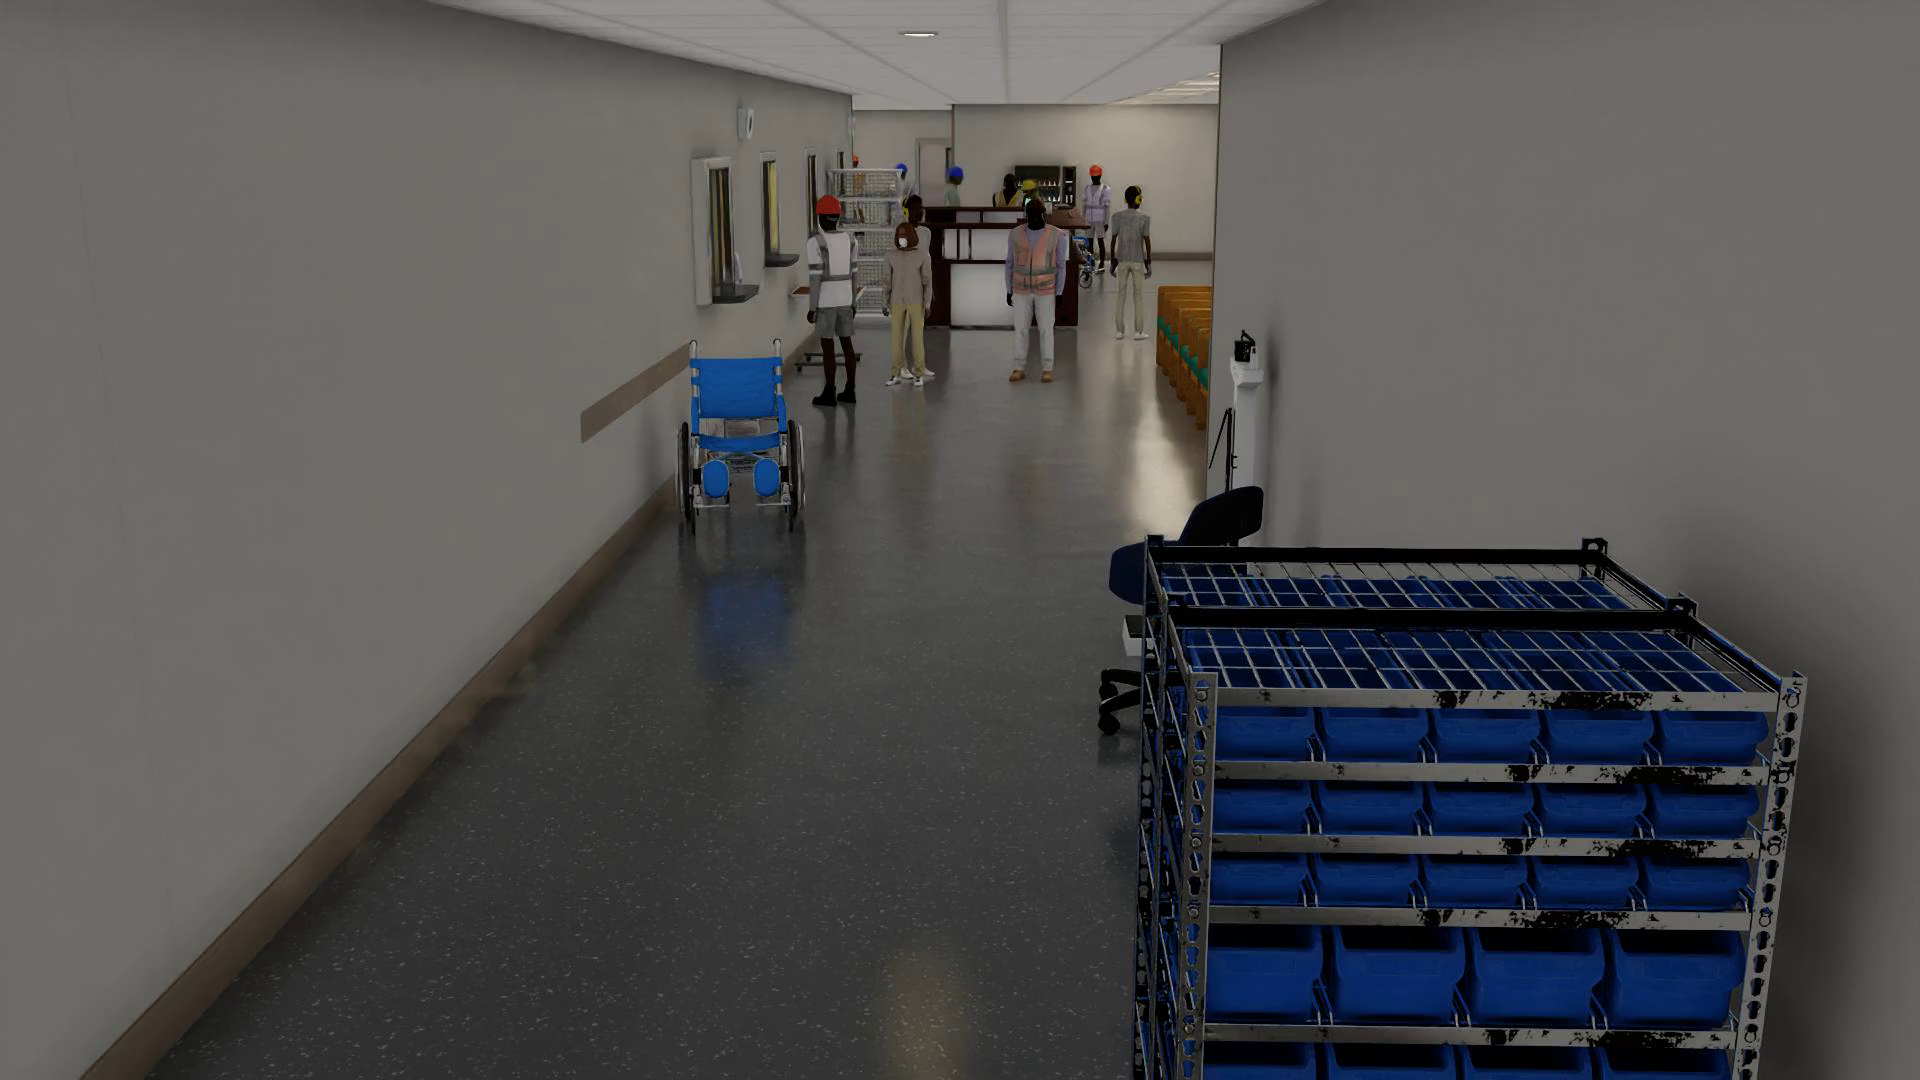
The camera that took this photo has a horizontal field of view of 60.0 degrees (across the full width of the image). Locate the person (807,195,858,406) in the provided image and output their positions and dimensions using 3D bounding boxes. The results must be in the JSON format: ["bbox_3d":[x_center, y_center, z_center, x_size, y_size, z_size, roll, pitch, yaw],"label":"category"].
[{"bbox_3d":[-1.197,-2.210,15.411,0.547,1.938,0.379,-11,18,-39],"label":"person"}]

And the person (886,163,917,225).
[{"bbox_3d":[-1.136,-6.282,32.040,0.598,1.911,1.001,7,16,28],"label":"person"}]

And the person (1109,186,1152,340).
[{"bbox_3d":[2.083,-3.371,20.278,0.532,1.863,0.319,5,15,19],"label":"person"}]

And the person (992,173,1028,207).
[{"bbox_3d":[0.812,-5.069,27.242,0.619,1.835,0.430,4,14,16],"label":"person"}]

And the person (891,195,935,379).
[{"bbox_3d":[-0.473,-2.604,17.136,0.513,1.876,0.328,-12,19,-41],"label":"person"}]

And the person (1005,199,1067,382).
[{"bbox_3d":[0.757,-2.523,16.880,0.626,1.844,0.429,3,14,13],"label":"person"}]

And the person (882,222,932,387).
[{"bbox_3d":[-0.528,-2.343,16.575,0.507,1.632,0.265,3,14,14],"label":"person"}]

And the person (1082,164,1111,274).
[{"bbox_3d":[2.409,-5.705,29.618,0.545,1.929,0.390,9,16,31],"label":"person"}]
